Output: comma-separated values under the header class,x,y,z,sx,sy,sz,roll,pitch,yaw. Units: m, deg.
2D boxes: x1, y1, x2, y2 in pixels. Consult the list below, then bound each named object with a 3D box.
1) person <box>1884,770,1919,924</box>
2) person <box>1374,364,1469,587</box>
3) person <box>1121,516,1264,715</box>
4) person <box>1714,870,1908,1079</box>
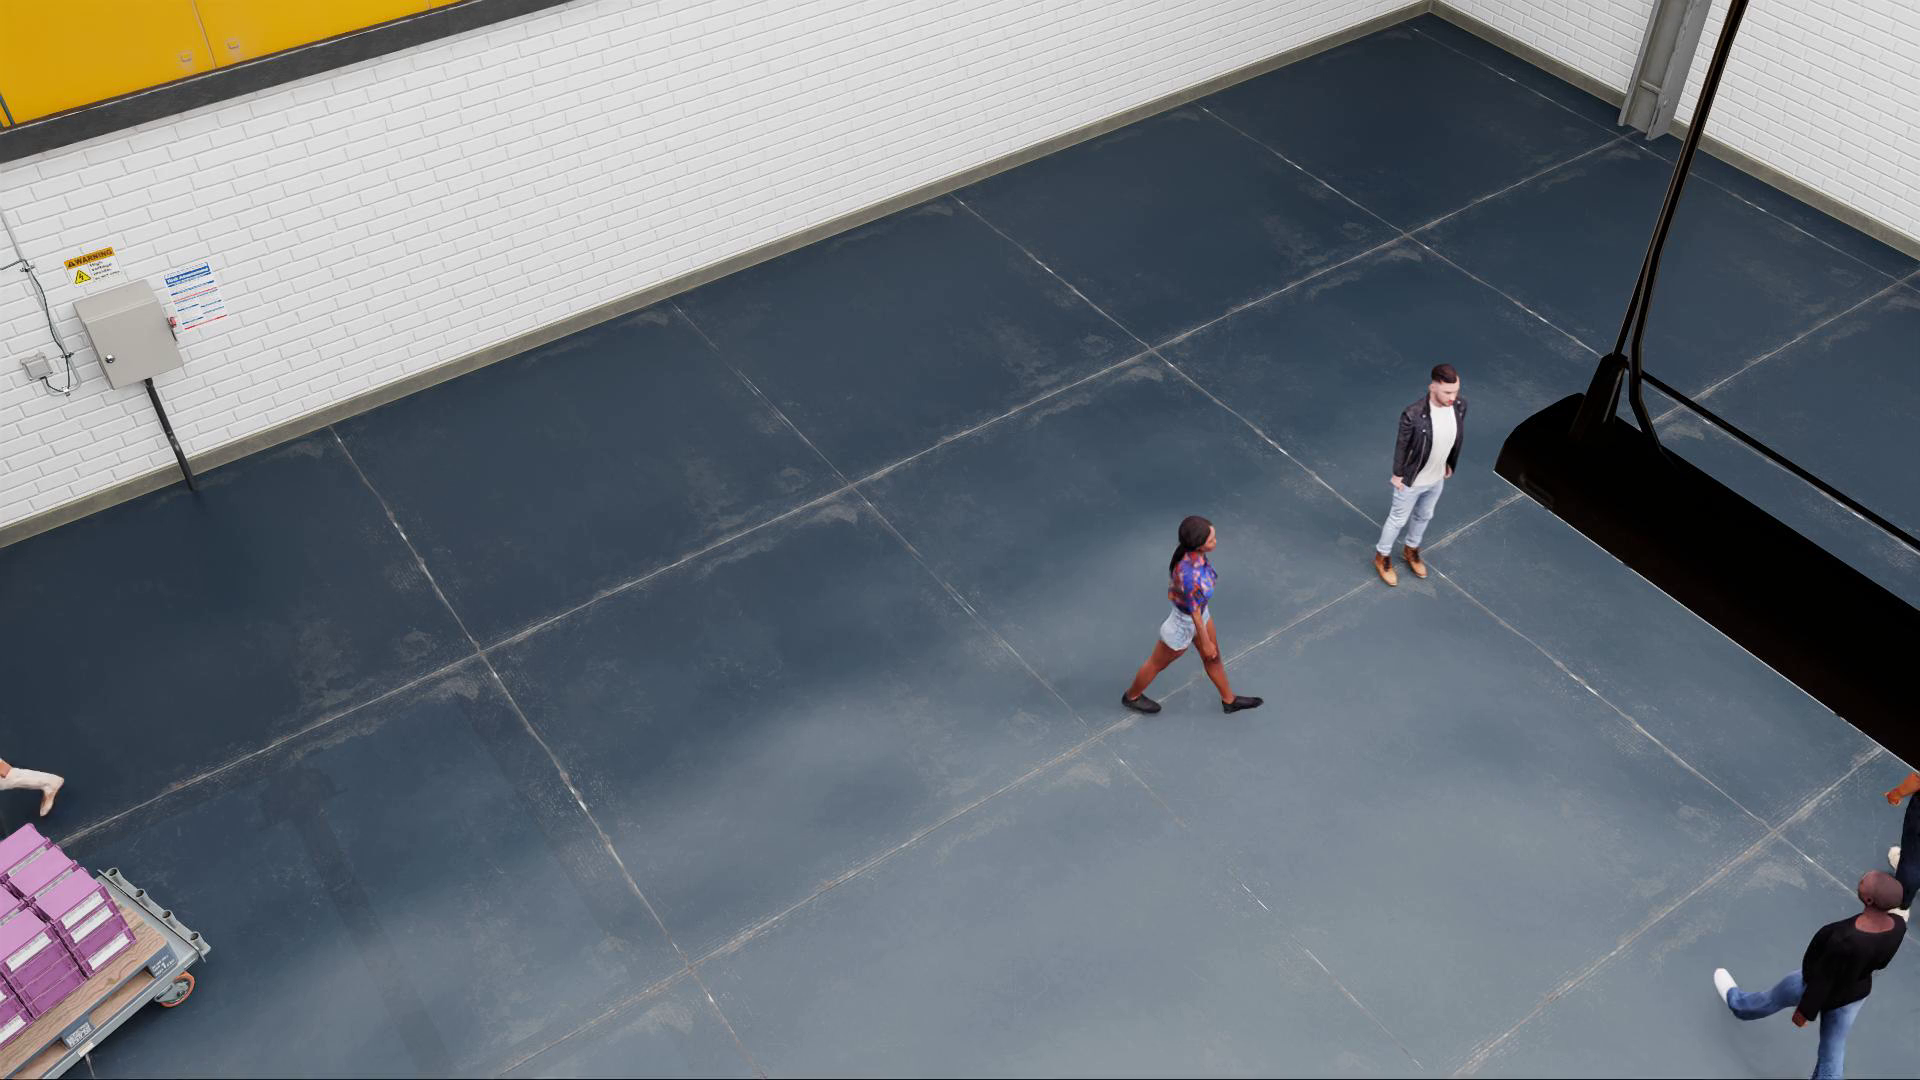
class,x,y,z,sx,sy,sz,roll,pitch,yaw
person,5.547,1.562,9.238,0.837,1.794,0.897,-2,44,-2
person,3.148,-0.471,11.346,0.685,1.830,0.617,-17,46,-17
person,1.312,0.528,10.395,1.181,1.696,1.045,12,45,12
person,4.489,2.359,8.471,0.876,1.698,1.230,-11,45,-11
